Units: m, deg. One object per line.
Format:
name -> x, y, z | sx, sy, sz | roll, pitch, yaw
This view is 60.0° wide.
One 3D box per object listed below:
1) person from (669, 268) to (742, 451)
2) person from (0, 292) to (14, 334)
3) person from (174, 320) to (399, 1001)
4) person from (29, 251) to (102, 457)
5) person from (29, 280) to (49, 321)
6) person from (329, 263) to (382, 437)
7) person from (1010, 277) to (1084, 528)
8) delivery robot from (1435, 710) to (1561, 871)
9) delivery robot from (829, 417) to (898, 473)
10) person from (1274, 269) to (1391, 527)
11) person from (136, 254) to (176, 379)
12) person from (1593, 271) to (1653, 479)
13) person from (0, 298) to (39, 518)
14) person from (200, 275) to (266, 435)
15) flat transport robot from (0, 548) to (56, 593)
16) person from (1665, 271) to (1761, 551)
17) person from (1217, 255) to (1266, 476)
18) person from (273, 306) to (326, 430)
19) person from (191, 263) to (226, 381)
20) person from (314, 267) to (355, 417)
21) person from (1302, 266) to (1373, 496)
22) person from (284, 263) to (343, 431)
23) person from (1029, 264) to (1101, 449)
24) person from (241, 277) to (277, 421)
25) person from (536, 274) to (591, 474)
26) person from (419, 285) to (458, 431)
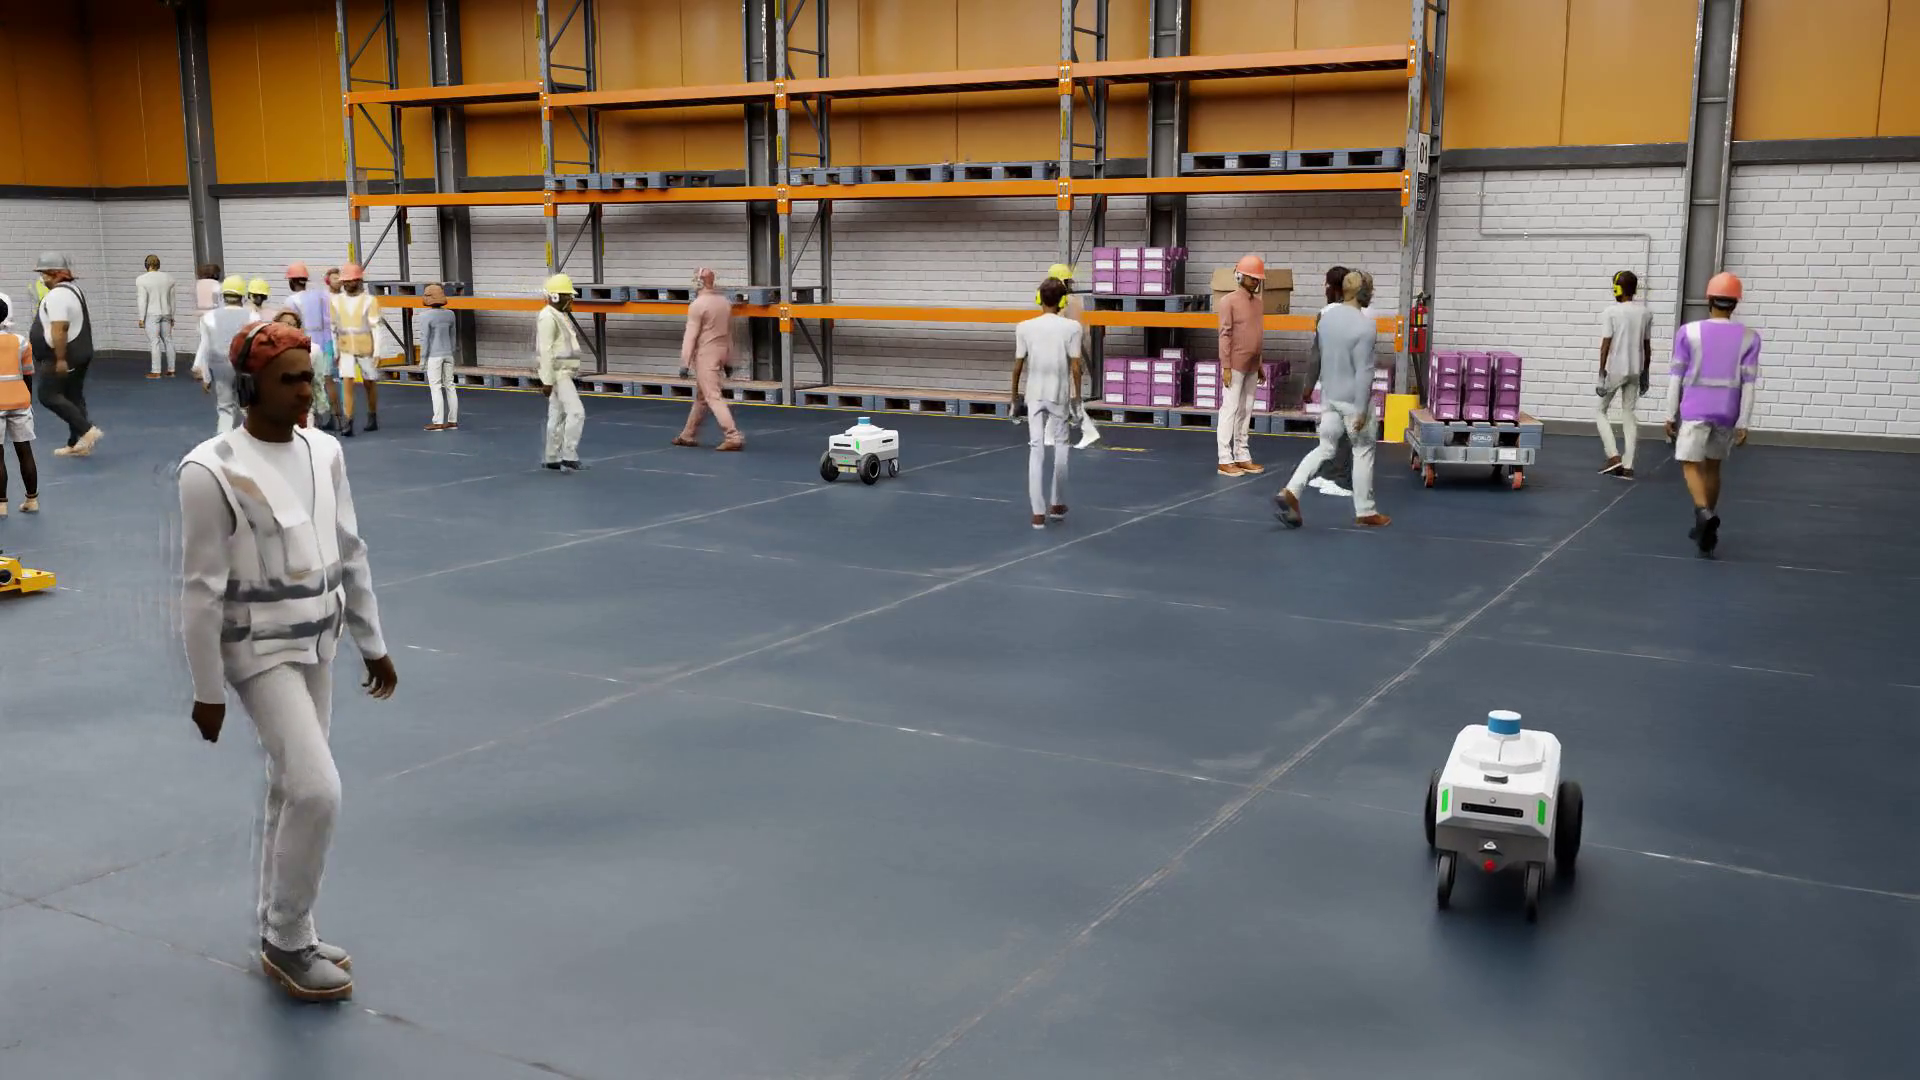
person -> -2.595, -1.835, 16.923 | 0.973, 1.857, 0.658 | 4, 11, 20
person -> -10.777, -2.141, 18.450 | 0.571, 1.924, 0.541 | -2, 10, -9
person -> -1.803, 0.336, 4.602 | 0.571, 1.868, 0.579 | 2, 10, 13
person -> -8.779, -1.812, 16.256 | 0.539, 2.000, 0.708 | -2, 10, -11
person -> -14.150, -3.410, 25.972 | 0.634, 1.812, 0.879 | -1, 10, -7
person -> -6.625, -2.089, 18.274 | 0.563, 1.886, 0.986 | -1, 10, -5
person -> 0.661, -1.035, 12.449 | 0.576, 1.826, 0.854 | 2, 10, 9
delivery robot -> 1.758, 0.799, 5.408 | 0.477, 0.478, 0.707 | 4, 11, 22
delivery robot -> -0.846, -0.846, 14.724 | 0.477, 0.478, 0.707 | 6, 12, 29
person -> 2.754, -1.009, 12.126 | 0.870, 1.905, 0.638 | -5, 11, -25
person -> -12.616, -3.504, 26.127 | 0.371, 1.940, 0.630 | 6, 12, 29
person -> 5.907, -1.468, 14.850 | 0.576, 1.845, 0.488 | -2, 10, -10
person -> -7.327, -1.014, 12.711 | 0.318, 1.697, 0.536 | 6, 12, 29
person -> -6.607, -1.504, 15.183 | 0.605, 1.806, 0.723 | -3, 10, -14
flat transport robot -> -6.062, 0.262, 9.518 | 0.652, 0.197, 1.431 | 6, 12, 29
person -> 5.132, -0.871, 11.322 | 0.544, 1.905, 0.842 | 2, 10, 9
person -> 2.572, -1.576, 15.078 | 0.393, 1.985, 0.611 | 10, 14, 43
person -> -5.119, -0.973, 12.706 | 0.523, 1.621, 0.558 | -4, 11, -21
person -> -11.597, -3.375, 25.777 | 0.628, 1.811, 0.865 | 2, 10, 11
person -> -7.660, -2.439, 20.419 | 0.563, 1.826, 0.786 | -5, 11, -27
person -> 3.093, -1.331, 13.929 | 0.636, 1.897, 0.689 | -8, 13, -39
person -> -7.370, -2.165, 18.726 | 1.034, 1.877, 0.566 | 6, 11, 29
person -> 1.098, -1.867, 17.058 | 0.841, 1.903, 0.607 | 4, 11, 20
person -> -7.341, -1.865, 17.373 | 0.546, 1.743, 0.376 | -4, 11, -23
person -> -3.565, -1.505, 15.158 | 0.591, 1.812, 0.605 | -1, 10, -6
person -> -5.878, -2.047, 18.729 | 0.279, 1.636, 0.501 | 6, 12, 29
